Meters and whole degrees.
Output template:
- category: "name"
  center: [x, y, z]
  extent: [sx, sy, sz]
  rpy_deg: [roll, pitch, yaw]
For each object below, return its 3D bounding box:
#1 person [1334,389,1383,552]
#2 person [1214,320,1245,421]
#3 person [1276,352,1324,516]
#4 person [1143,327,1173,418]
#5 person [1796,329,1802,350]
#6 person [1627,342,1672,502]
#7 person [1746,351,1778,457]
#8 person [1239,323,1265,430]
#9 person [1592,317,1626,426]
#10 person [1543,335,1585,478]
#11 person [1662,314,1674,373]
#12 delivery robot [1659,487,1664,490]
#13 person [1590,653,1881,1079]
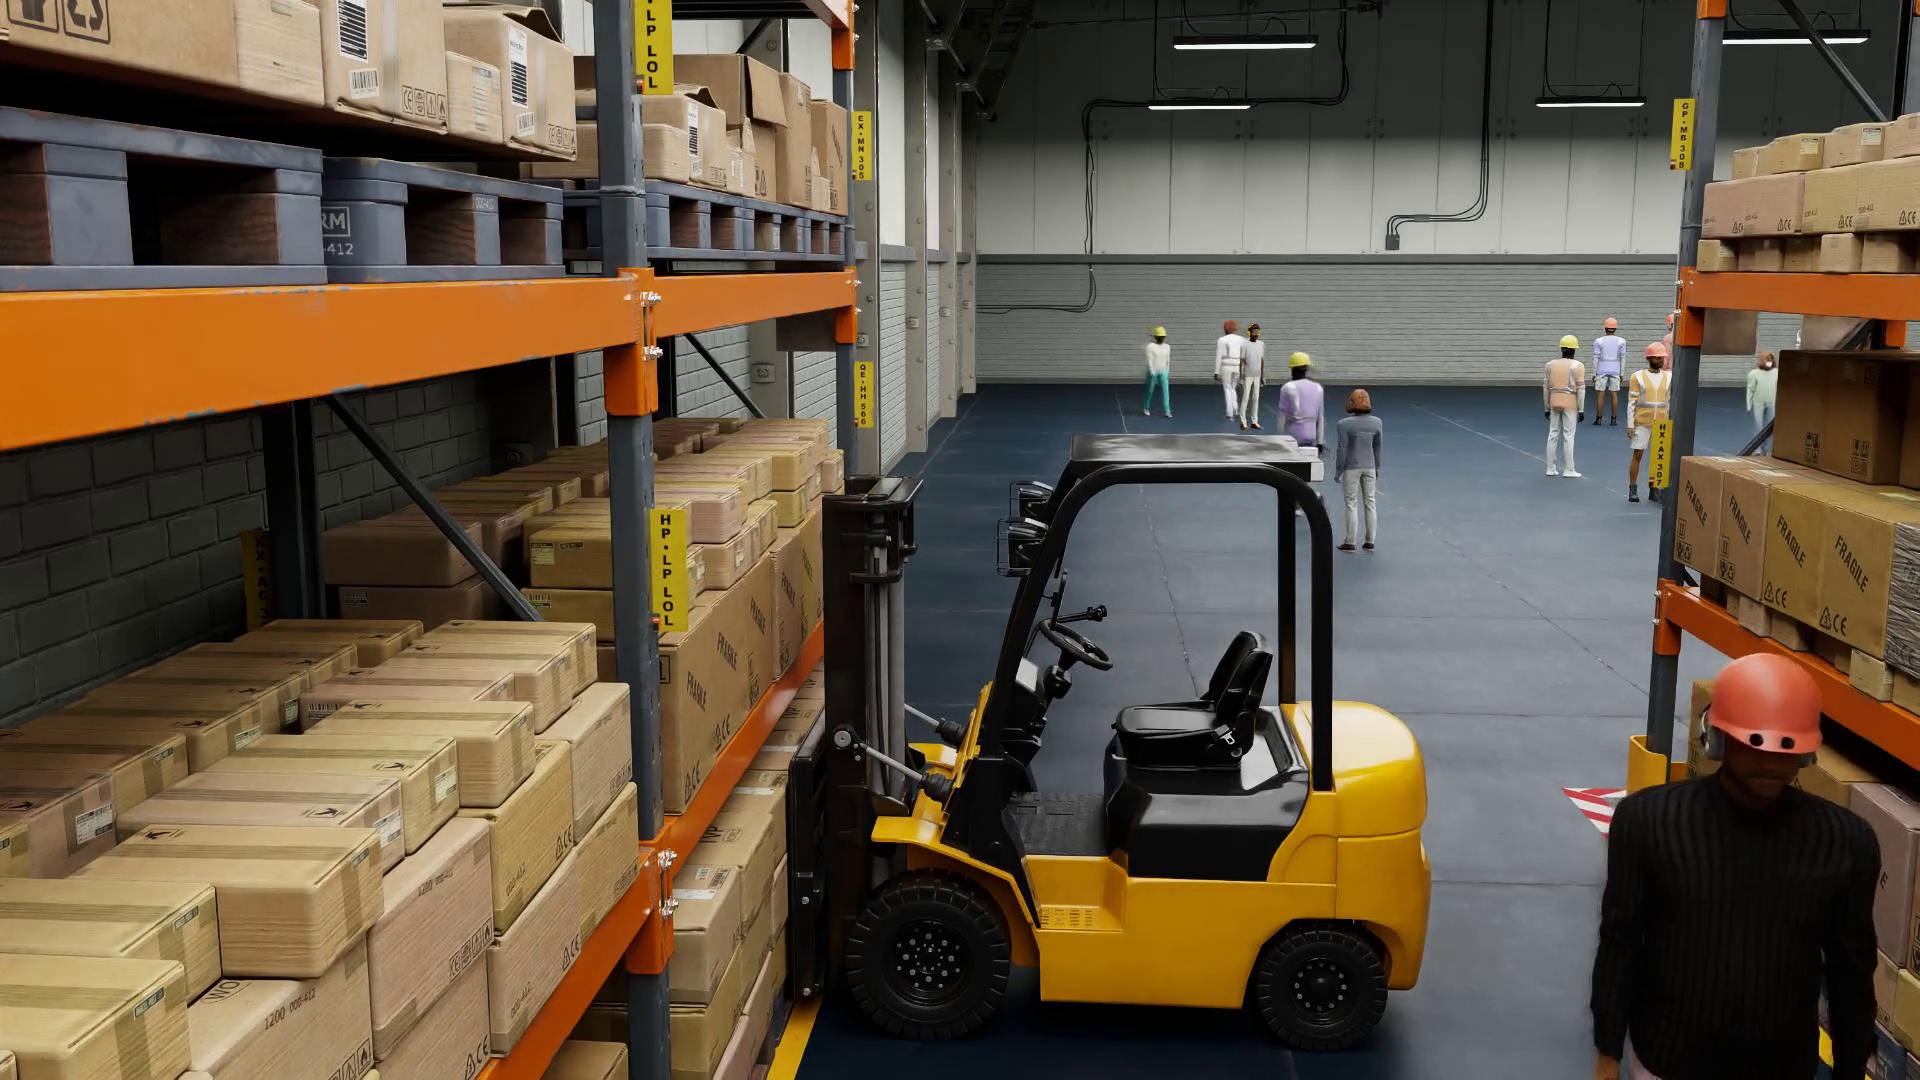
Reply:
- category: "person"
  center: [3.985, -0.692, 16.664]
  extent: [0.501, 1.633, 0.284]
  rpy_deg: [-3, 10, -16]
- category: "person"
  center: [4.992, -3.139, 30.775]
  extent: [0.614, 1.867, 0.441]
  rpy_deg: [-4, 10, -25]
- category: "person"
  center: [3.885, -1.173, 18.782]
  extent: [0.583, 1.898, 0.718]
  rpy_deg: [-6, 11, -30]
- category: "person"
  center: [3.740, -3.191, 31.597]
  extent: [0.511, 1.720, 0.924]
  rpy_deg: [-3, 10, -17]
- category: "person"
  center: [17.292, -3.676, 33.840]
  extent: [0.376, 1.934, 0.546]
  rpy_deg: [-7, 12, -36]
- category: "person"
  center: [8.376, -1.424, 20.167]
  extent: [0.552, 1.942, 0.342]
  rpy_deg: [0, 9, 3]
- category: "person"
  center: [11.855, -1.979, 24.494]
  extent: [0.529, 1.617, 0.346]
  rpy_deg: [1, 9, 6]
- category: "person"
  center: [5.100, -2.844, 29.037]
  extent: [0.503, 1.860, 0.311]
  rpy_deg: [-4, 10, -25]
- category: "person"
  center: [11.606, -3.009, 29.773]
  extent: [0.547, 1.942, 0.350]
  rpy_deg: [2, 10, 13]
- category: "person"
  center: [8.190, -1.808, 22.536]
  extent: [0.371, 1.929, 0.585]
  rpy_deg: [-8, 12, -40]
- category: "person"
  center: [12.957, -3.113, 30.262]
  extent: [0.612, 1.990, 0.392]
  rpy_deg: [-5, 11, -28]
- category: "delivery robot"
  center: [8.600, -0.703, 19.710]
  extent: [0.477, 0.478, 0.707]
  rpy_deg: [0, 9, -3]
- category: "person"
  center: [1.827, 1.231, 3.951]
  extent: [0.623, 1.987, 0.407]
  rpy_deg: [2, 10, 15]
